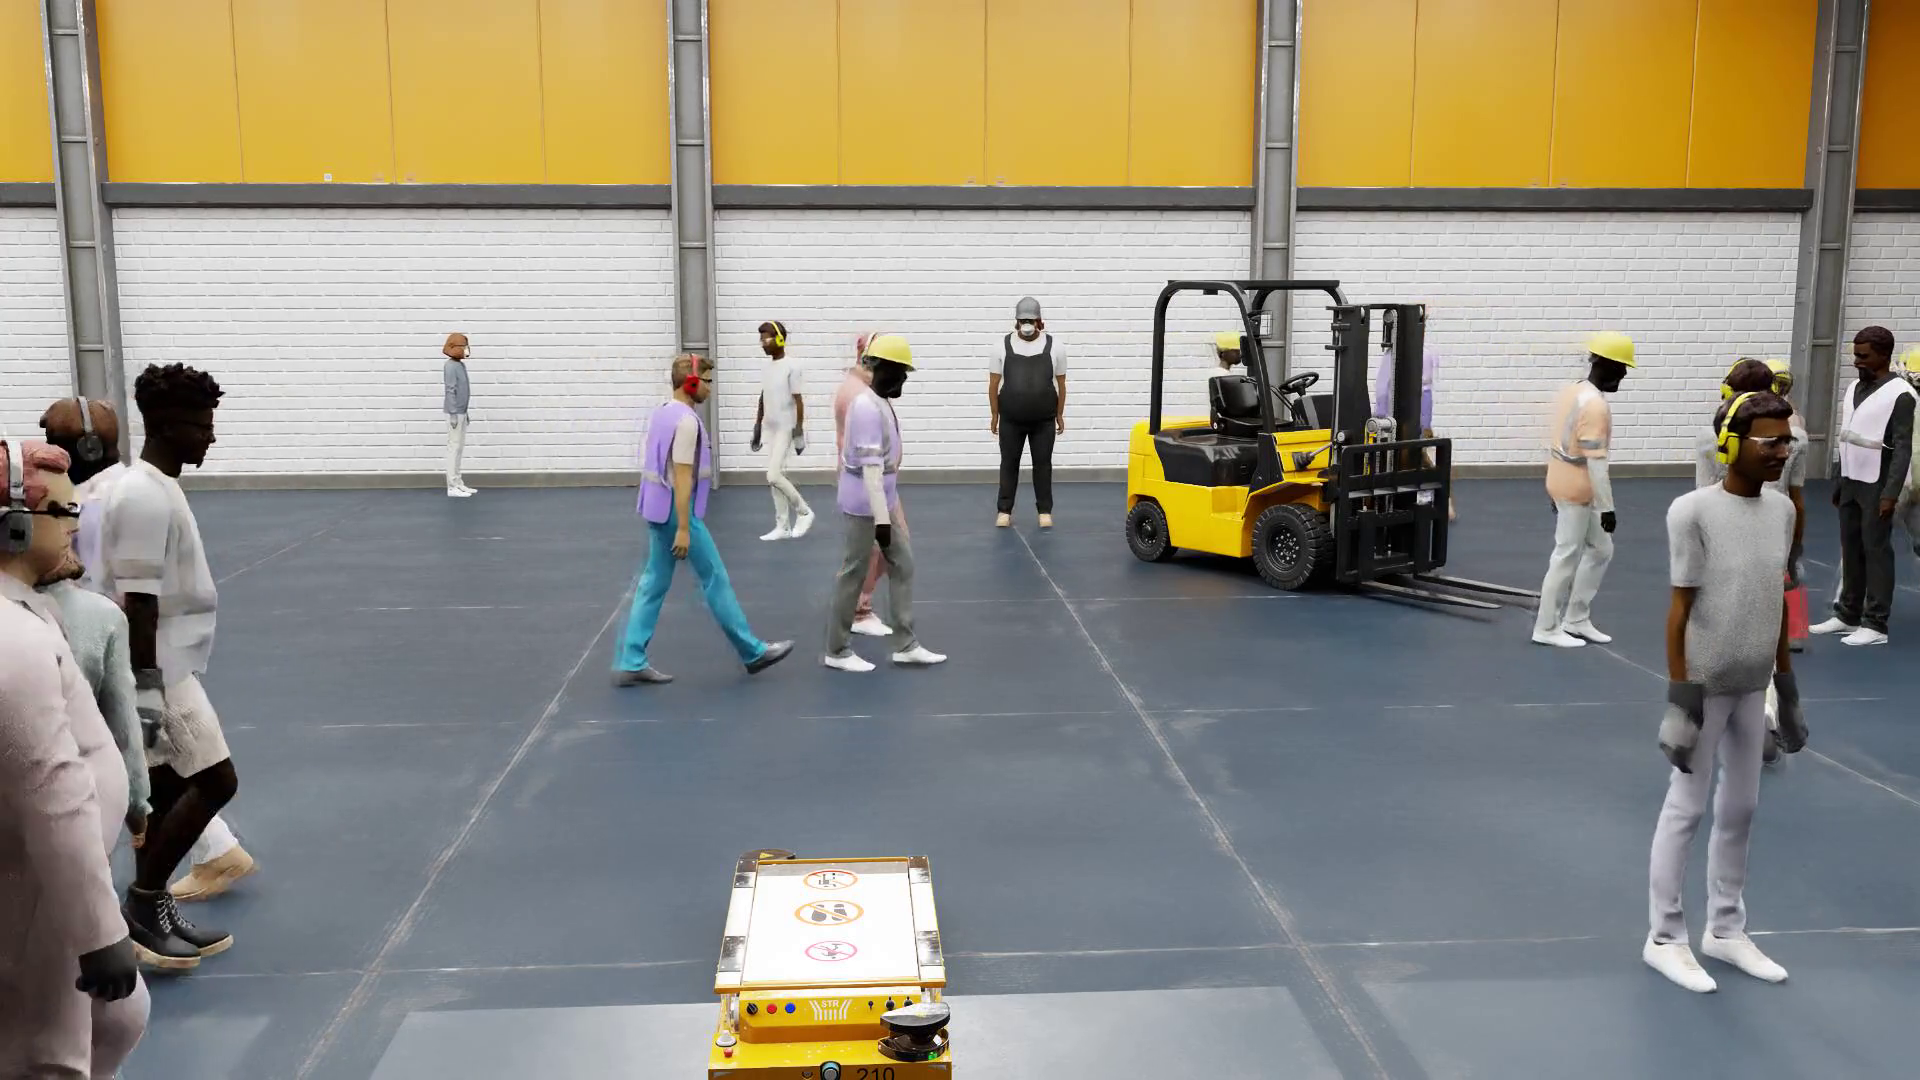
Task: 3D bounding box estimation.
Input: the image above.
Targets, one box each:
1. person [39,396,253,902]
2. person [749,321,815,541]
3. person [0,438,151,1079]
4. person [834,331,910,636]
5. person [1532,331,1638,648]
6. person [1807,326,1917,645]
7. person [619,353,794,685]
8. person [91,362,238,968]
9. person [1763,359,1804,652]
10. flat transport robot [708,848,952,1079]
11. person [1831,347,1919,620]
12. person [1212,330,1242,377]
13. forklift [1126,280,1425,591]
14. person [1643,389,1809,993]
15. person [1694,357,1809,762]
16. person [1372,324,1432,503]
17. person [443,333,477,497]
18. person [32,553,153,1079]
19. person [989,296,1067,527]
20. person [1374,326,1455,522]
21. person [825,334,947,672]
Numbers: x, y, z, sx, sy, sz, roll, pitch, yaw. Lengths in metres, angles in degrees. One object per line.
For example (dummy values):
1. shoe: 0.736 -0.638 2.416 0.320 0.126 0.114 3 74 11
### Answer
1. person: -2.977 0.397 5.806 0.858 1.811 0.642 -4 10 -26
2. person: -1.512 -0.900 13.846 0.406 1.843 0.508 -7 11 -36
3. person: -1.902 0.732 3.437 0.441 1.885 0.643 -6 11 -32
4. person: -0.533 -0.337 10.197 0.427 1.880 0.641 2 9 12
5. person: 3.703 -0.280 9.767 0.622 1.889 0.627 2 9 14
6. person: 5.474 -0.326 10.006 0.392 1.914 0.589 -1 9 -4
7. person: -1.429 -0.108 9.020 0.986 1.783 0.585 -4 10 -25
8. person: -2.516 0.409 5.325 0.466 1.936 0.652 -4 10 -25
9. person: 4.701 -0.209 9.894 0.591 1.707 0.805 -7 12 -39
10. flat transport robot: -0.394 1.269 5.127 0.652 0.197 1.431 -1 9 -4
11. person: 6.024 -0.332 10.466 0.931 1.777 0.598 6 11 35
12. person: 2.170 -0.893 14.055 0.495 1.752 0.534 2 9 13
13. forklift: 2.301 -0.860 12.475 1.214 2.155 2.313 -6 11 -35
14. person: 2.414 0.463 5.188 0.553 1.872 0.336 -4 10 -21
15. person: 3.654 0.079 7.701 0.526 1.844 0.797 3 10 18
16. person: 4.099 -1.234 15.891 0.988 1.850 0.682 0 9 2
17. person: -5.040 -1.255 16.714 0.281 1.633 0.501 0 9 -2
18. person: -2.404 0.687 4.248 0.779 1.712 0.506 5 10 30
19. person: 0.594 -1.119 14.582 0.688 2.000 0.536 0 9 2
20. person: 3.983 -1.110 14.784 1.048 1.977 0.599 0 9 3
21. person: -0.402 -0.193 9.258 0.812 1.881 0.642 1 9 9
